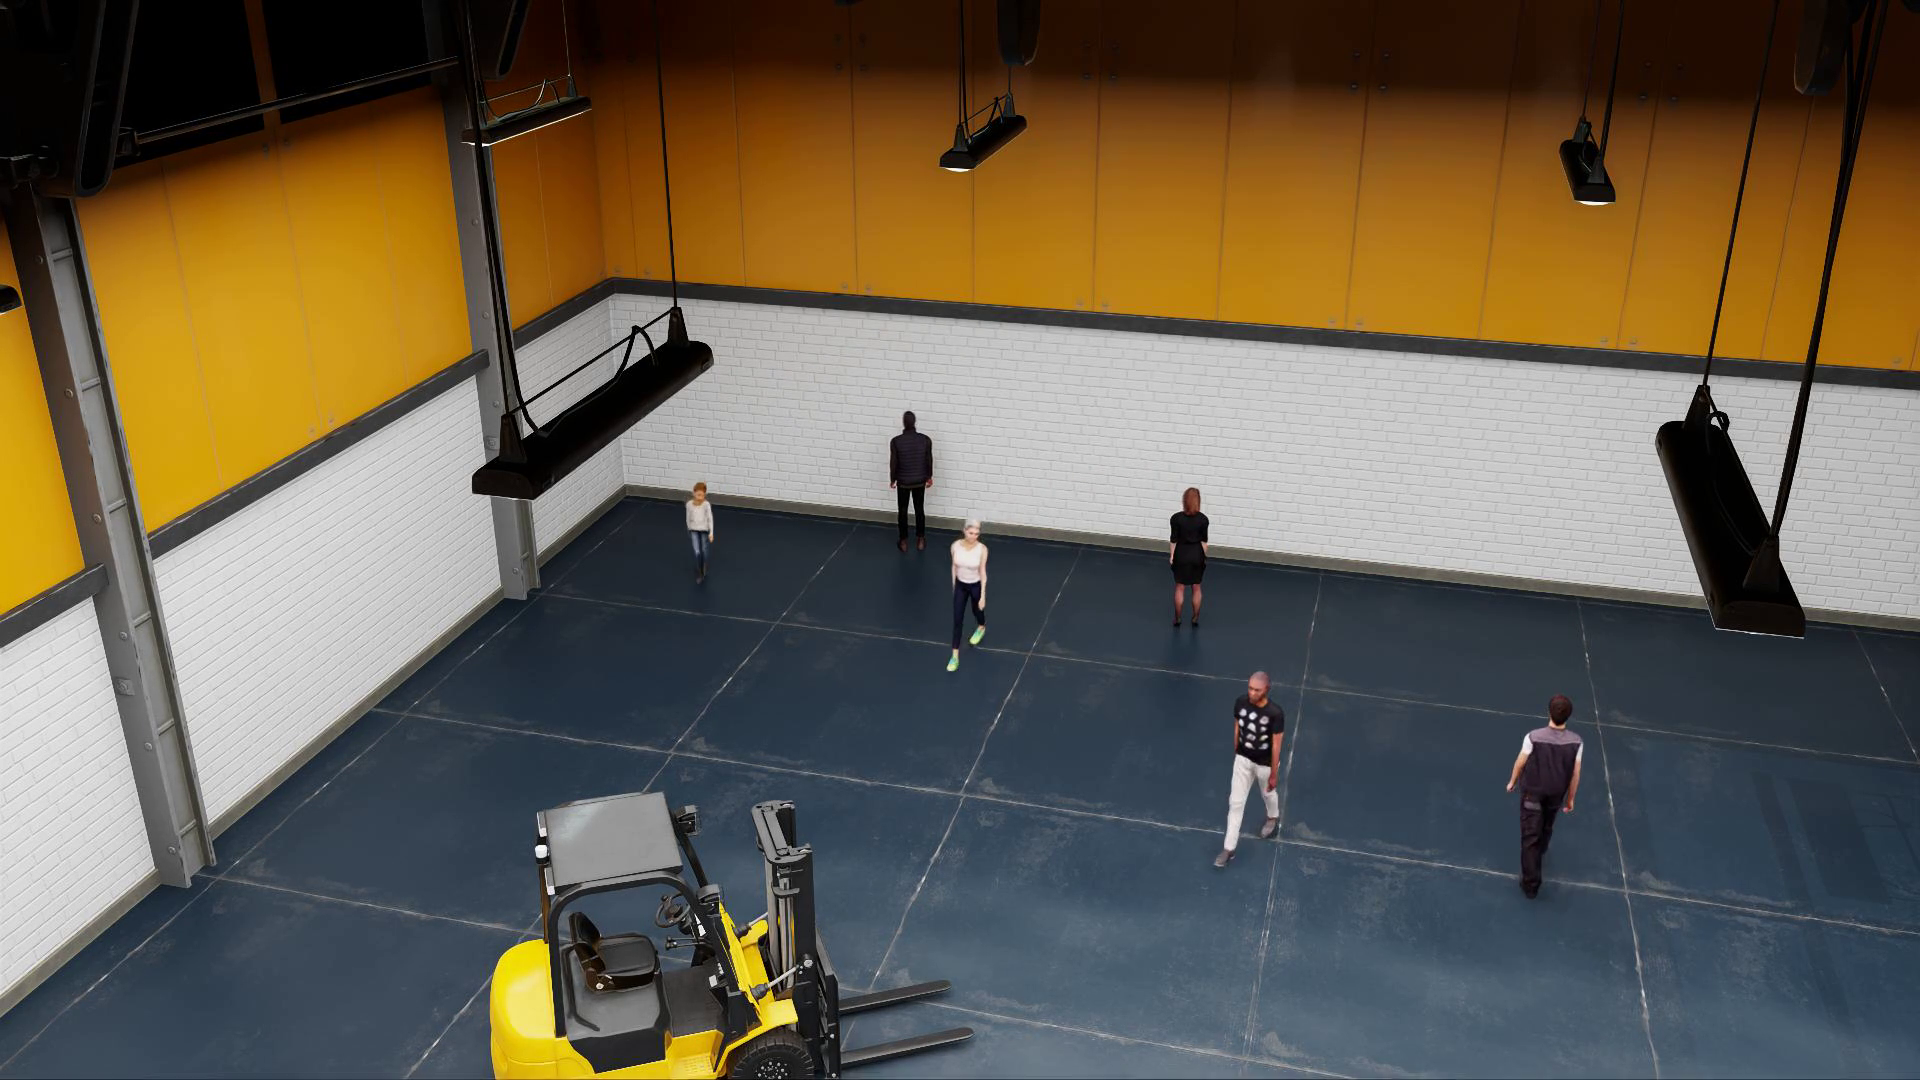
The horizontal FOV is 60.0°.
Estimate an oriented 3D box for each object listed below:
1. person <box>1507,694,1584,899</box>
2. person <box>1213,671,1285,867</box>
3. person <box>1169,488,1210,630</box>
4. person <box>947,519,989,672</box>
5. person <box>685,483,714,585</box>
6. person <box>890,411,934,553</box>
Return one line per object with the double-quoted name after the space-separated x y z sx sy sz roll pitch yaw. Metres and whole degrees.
4.972 2.201 14.127 0.815 1.822 1.111 1 24 1 "person"
2.687 1.958 14.767 0.965 1.755 1.318 16 28 32 "person"
2.591 0.214 18.818 0.617 1.705 0.546 2 24 5 "person"
0.150 0.522 18.188 0.700 1.647 1.236 10 25 21 "person"
-3.148 -0.127 20.113 0.603 1.294 0.770 2 24 4 "person"
-0.615 -0.743 20.844 0.780 1.836 0.735 -3 24 -8 "person"
